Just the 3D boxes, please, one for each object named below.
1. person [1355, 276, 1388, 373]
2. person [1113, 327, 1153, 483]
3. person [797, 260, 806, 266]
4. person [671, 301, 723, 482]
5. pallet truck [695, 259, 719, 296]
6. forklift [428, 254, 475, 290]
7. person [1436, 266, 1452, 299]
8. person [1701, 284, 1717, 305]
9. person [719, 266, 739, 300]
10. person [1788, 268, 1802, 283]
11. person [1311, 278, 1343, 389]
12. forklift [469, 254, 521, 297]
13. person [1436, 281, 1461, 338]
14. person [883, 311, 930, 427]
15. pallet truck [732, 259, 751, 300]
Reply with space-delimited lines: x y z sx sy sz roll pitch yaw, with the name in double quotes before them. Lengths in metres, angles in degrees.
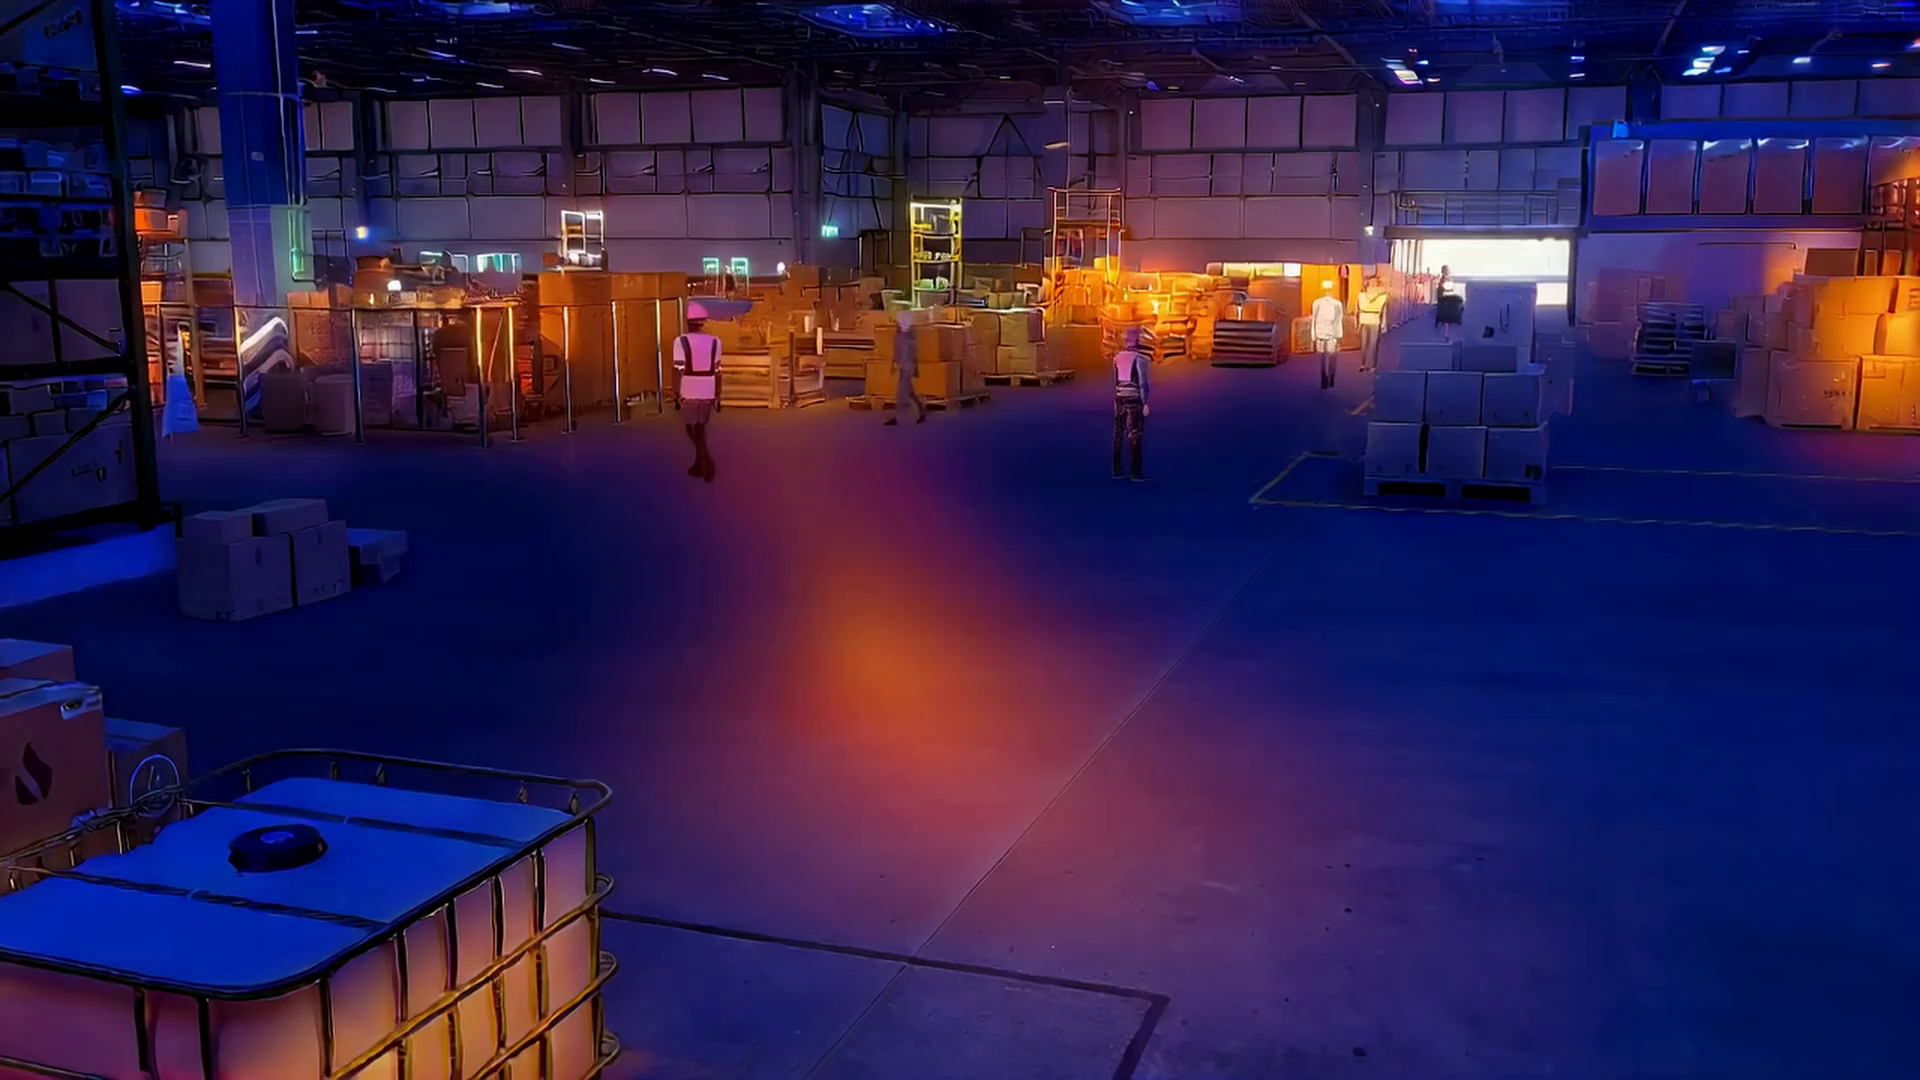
"person" 7.958 -4.159 32.291 0.625 1.880 0.910 5 11 25
"person" 1.809 -1.418 17.550 0.309 1.640 0.512 -8 13 -38
"person" -4.965 -7.758 52.177 0.606 2.029 0.467 -9 13 -41
"person" -2.756 -1.570 17.663 0.551 1.915 0.848 -6 12 -32
"pallet truck" -9.165 -9.627 62.776 0.823 1.965 1.885 4 11 23
"forklift" -20.133 -10.254 65.465 1.157 1.987 2.680 3 11 19
"person" 15.211 -7.682 52.247 0.505 1.847 0.344 8 13 39
"person" 23.494 -7.699 52.164 0.639 1.902 0.407 0 10 -2
"person" -7.296 -7.760 52.679 1.043 1.847 0.667 5 11 26
"person" 20.034 -5.566 39.993 0.367 1.966 0.603 -1 10 -3
"person" 6.416 -3.618 29.119 0.558 1.921 0.553 2 10 11
"forklift" -17.990 -10.121 64.684 1.157 1.987 2.680 3 11 17
"person" 10.238 -4.538 34.809 0.525 1.758 0.512 8 13 37
"person" -0.733 -2.395 23.184 0.849 1.597 0.505 -8 13 -39
"pallet truck" -7.986 -9.493 62.019 0.823 1.965 1.885 3 11 17
